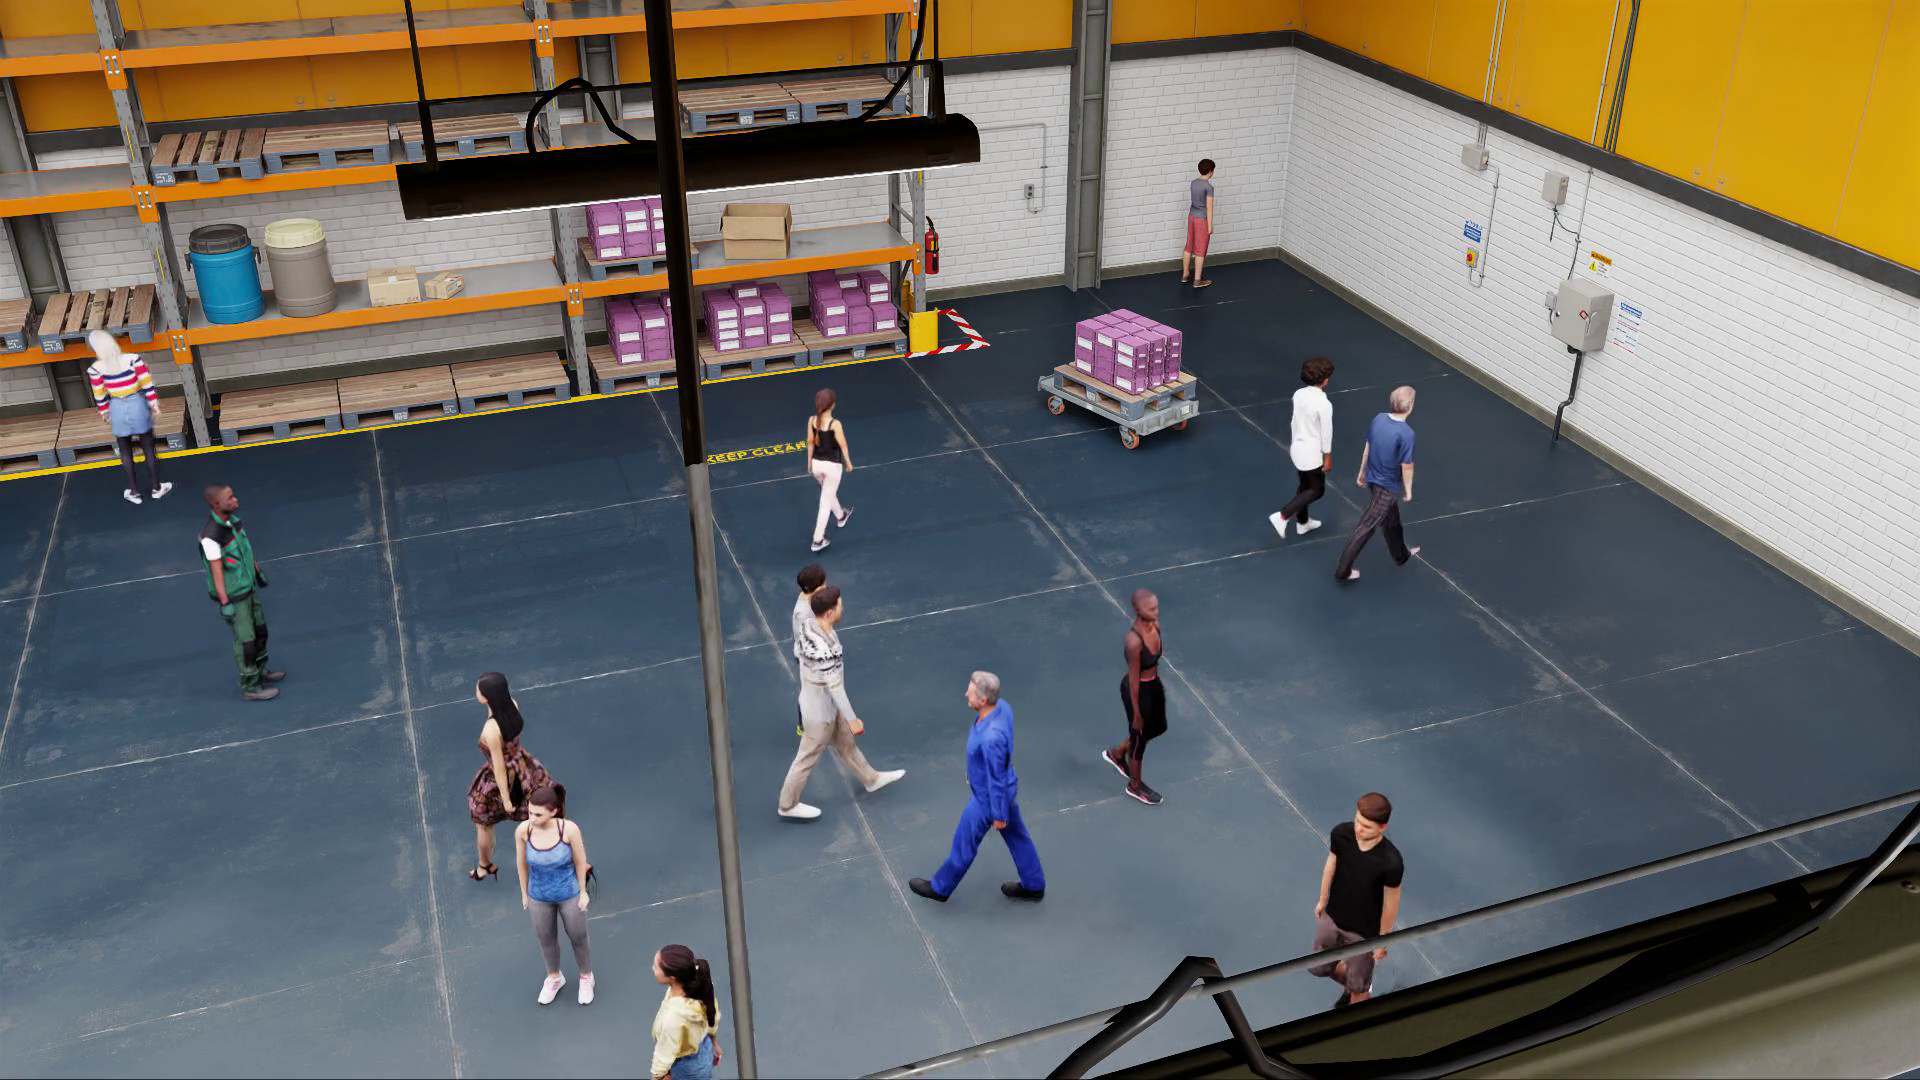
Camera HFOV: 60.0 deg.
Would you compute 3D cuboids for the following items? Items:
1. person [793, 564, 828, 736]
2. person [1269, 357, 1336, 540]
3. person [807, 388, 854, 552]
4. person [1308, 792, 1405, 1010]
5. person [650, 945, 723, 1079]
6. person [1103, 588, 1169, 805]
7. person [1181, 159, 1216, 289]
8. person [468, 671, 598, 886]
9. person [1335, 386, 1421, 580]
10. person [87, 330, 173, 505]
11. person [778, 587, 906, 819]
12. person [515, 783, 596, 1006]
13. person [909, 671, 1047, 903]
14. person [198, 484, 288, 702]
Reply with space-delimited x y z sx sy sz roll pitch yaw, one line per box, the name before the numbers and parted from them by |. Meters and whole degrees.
person | -1.208 0.860 12.577 0.625 1.536 0.630 -1 29 -3
person | 3.176 -0.809 15.371 0.937 1.791 0.704 -14 31 -24
person | -1.256 -0.618 15.304 0.953 1.521 1.044 14 32 24
person | 2.391 2.206 9.780 0.862 1.851 0.820 -22 36 -35
person | -1.374 2.822 8.901 0.867 1.613 0.800 4 29 7
person | 1.227 1.087 11.936 0.888 1.751 0.838 15 32 26
person | 3.103 -4.124 21.601 0.590 1.645 0.613 -17 33 -28
person | -2.866 1.631 10.961 1.235 1.730 1.033 7 29 12
person | 3.653 -0.425 14.656 1.165 1.802 0.702 -13 31 -22
person | -8.038 -1.221 16.122 0.484 1.796 0.746 -3 29 -6
person | -1.067 1.198 11.673 1.239 1.809 0.861 -4 29 -8
person | -2.457 2.153 10.130 0.571 1.609 0.694 1 29 1
person | 0.308 1.662 10.845 1.274 1.787 1.100 5 29 8
person | -5.746 0.392 13.129 0.774 1.830 0.800 -1 29 -2
